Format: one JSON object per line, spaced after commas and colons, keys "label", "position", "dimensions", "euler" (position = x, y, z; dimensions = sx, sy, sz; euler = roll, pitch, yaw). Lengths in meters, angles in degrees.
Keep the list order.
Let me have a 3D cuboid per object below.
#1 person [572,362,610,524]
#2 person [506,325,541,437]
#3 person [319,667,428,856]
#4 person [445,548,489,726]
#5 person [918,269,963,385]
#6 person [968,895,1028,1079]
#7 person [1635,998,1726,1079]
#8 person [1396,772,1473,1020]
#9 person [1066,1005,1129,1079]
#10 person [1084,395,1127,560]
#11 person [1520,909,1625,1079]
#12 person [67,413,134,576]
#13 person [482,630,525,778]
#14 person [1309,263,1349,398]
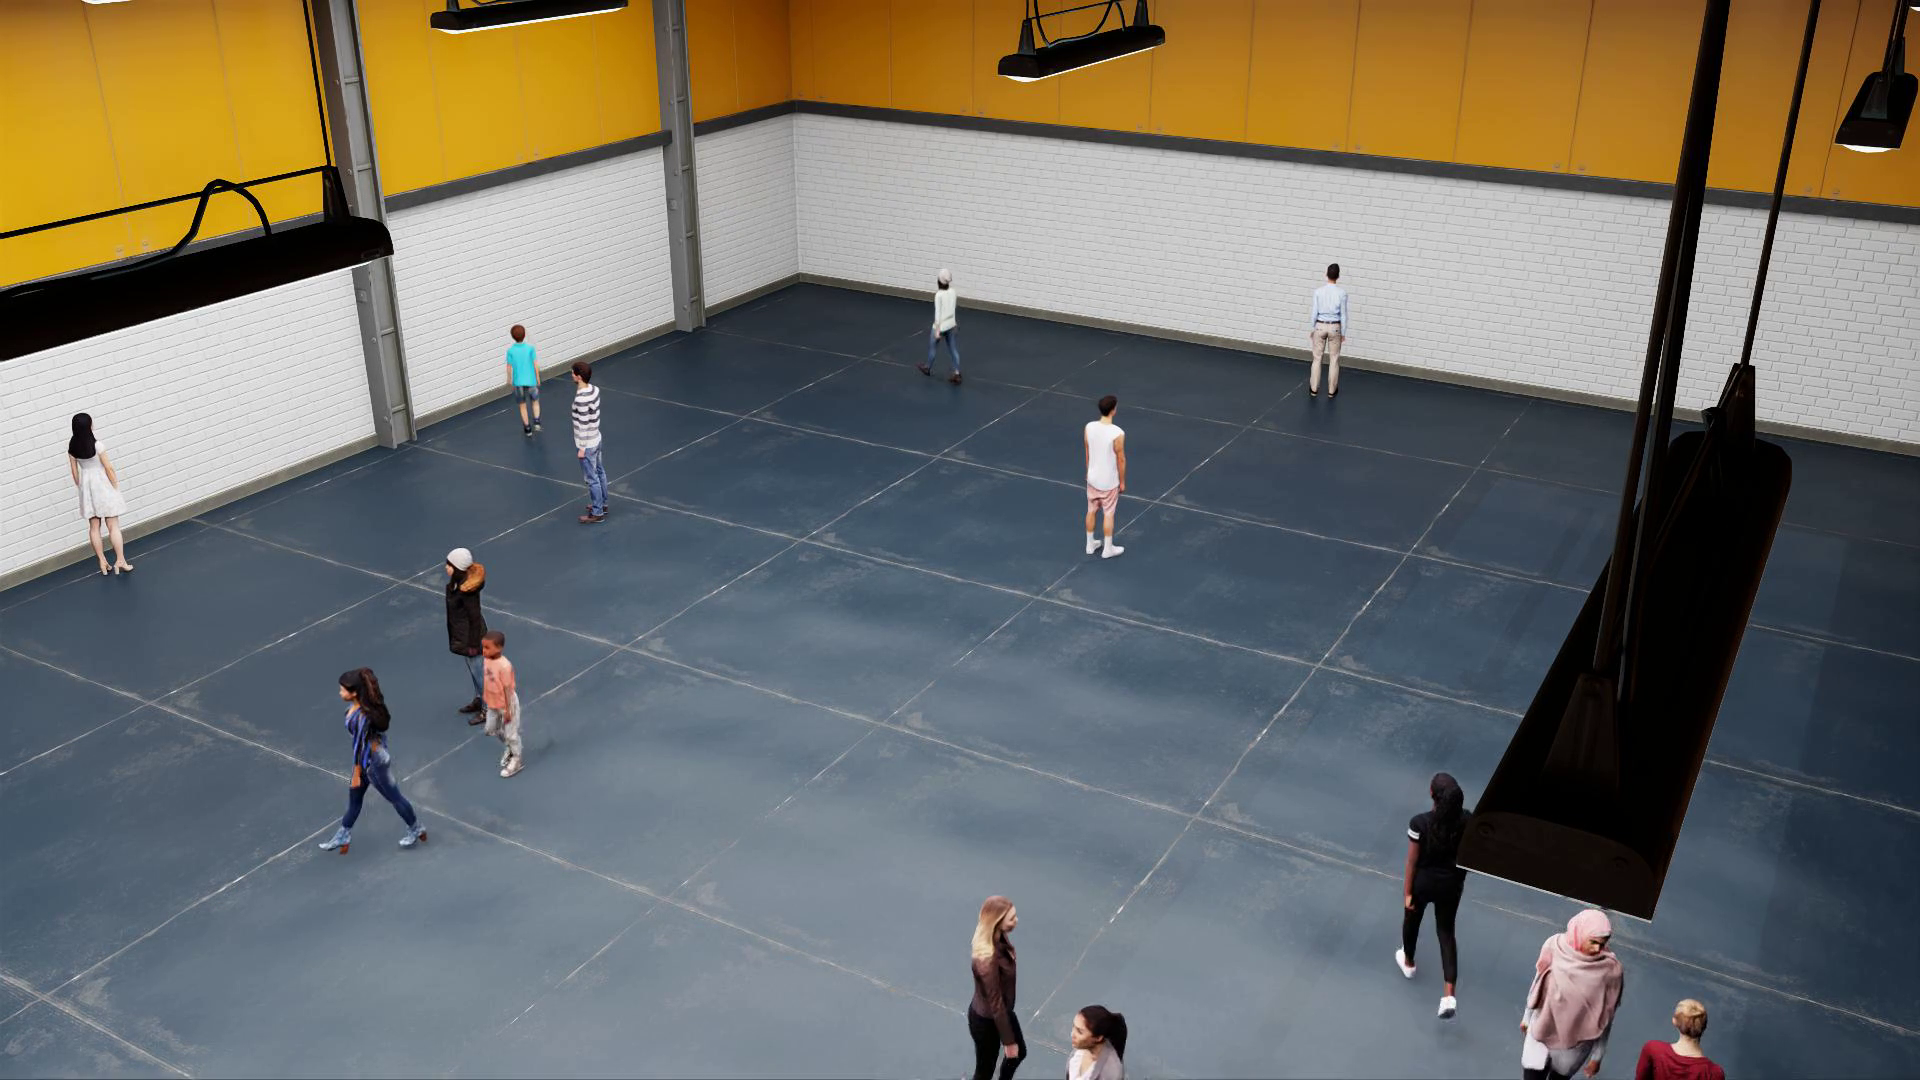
{"label": "person", "position": [-4.170, -1.119, 18.726], "dimensions": [0.782, 1.855, 0.633], "euler": [2, 24, 4]}
{"label": "person", "position": [-5.591, -2.042, 21.362], "dimensions": [0.806, 1.435, 0.857], "euler": [-7, 25, -15]}
{"label": "person", "position": [-4.379, 1.697, 12.633], "dimensions": [1.117, 1.575, 1.002], "euler": [-9, 25, -20]}
{"label": "person", "position": [-4.288, 0.825, 14.554], "dimensions": [0.766, 1.634, 0.739], "euler": [-13, 27, -26]}
{"label": "person", "position": [-0.149, -2.952, 23.234], "dimensions": [1.082, 1.602, 0.886], "euler": [-20, 31, -38]}
{"label": "person", "position": [0.116, 2.833, 9.889], "dimensions": [0.759, 1.692, 0.643], "euler": [5, 24, 11]}
{"label": "person", "position": [3.791, 3.256, 8.951], "dimensions": [1.113, 1.667, 0.828], "euler": [-20, 30, -38]}
{"label": "person", "position": [3.175, 2.346, 10.990], "dimensions": [0.962, 1.703, 1.182], "euler": [0, 24, 0]}
{"label": "person", "position": [0.847, 3.208, 9.092], "dimensions": [1.120, 1.643, 1.050], "euler": [-8, 25, -17]}
{"label": "person", "position": [1.528, -0.679, 17.806], "dimensions": [0.675, 1.786, 0.596], "euler": [18, 29, 35]}
{"label": "person", "position": [3.554, 2.858, 9.732], "dimensions": [0.674, 1.772, 0.869], "euler": [15, 28, 30]}
{"label": "person", "position": [-9.007, -0.486, 17.378], "dimensions": [0.763, 1.774, 0.790], "euler": [1, 24, 2]}
{"label": "person", "position": [-3.750, 1.325, 13.827], "dimensions": [0.501, 1.300, 0.554], "euler": [16, 29, 33]}
{"label": "person", "position": [5.028, -2.868, 22.738], "dimensions": [0.722, 1.847, 0.705], "euler": [5, 24, 11]}
